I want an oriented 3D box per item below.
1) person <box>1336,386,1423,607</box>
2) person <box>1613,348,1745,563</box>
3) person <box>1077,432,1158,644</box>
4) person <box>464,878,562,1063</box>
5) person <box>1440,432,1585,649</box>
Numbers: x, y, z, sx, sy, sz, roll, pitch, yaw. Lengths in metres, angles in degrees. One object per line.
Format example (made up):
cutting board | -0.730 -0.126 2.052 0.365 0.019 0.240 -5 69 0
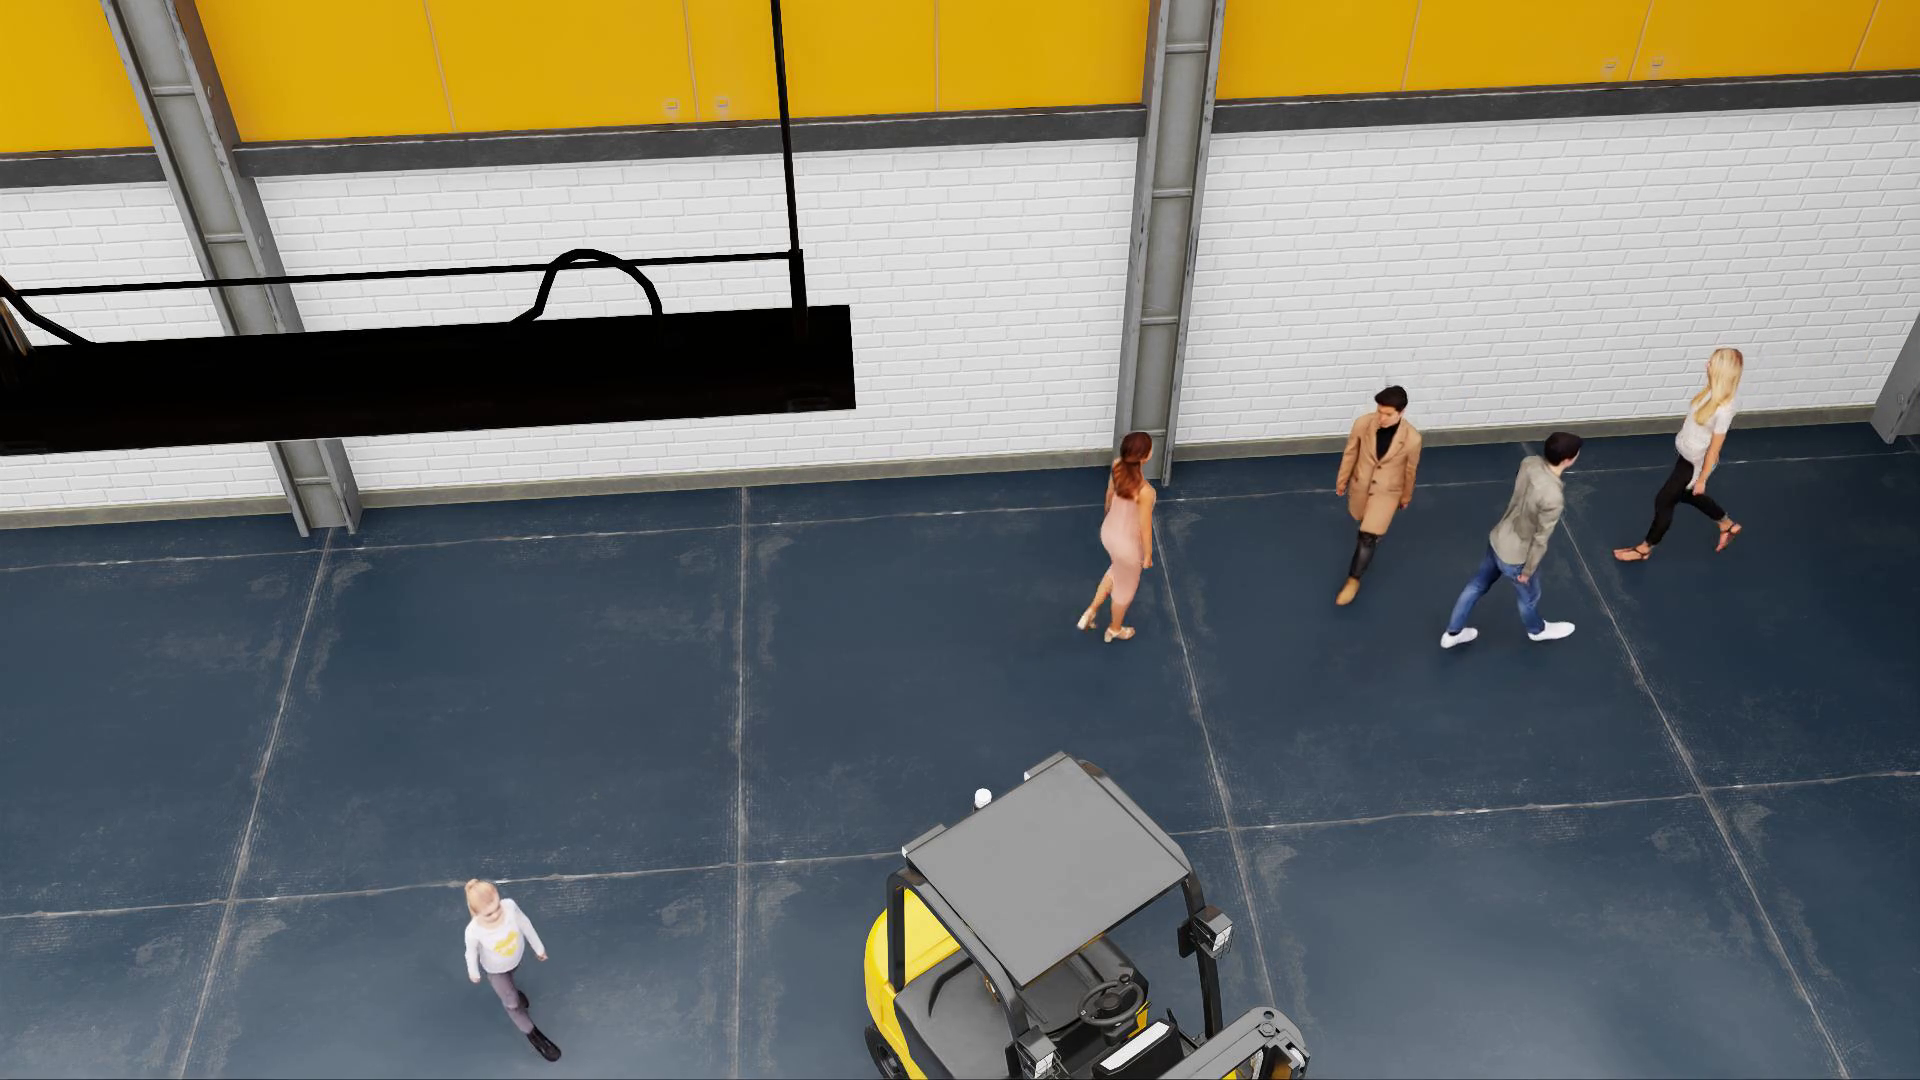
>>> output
person | 2.853 -0.414 11.273 1.142 1.690 1.145 25 49 24
person | 5.105 -0.529 11.315 1.119 1.799 0.776 4 44 5
person | 0.980 0.034 10.710 0.819 1.819 0.750 -21 47 -21
person | -2.470 2.189 8.862 0.930 1.247 0.870 30 51 27
person | 3.480 0.068 10.676 1.133 1.816 0.781 -10 44 -10
